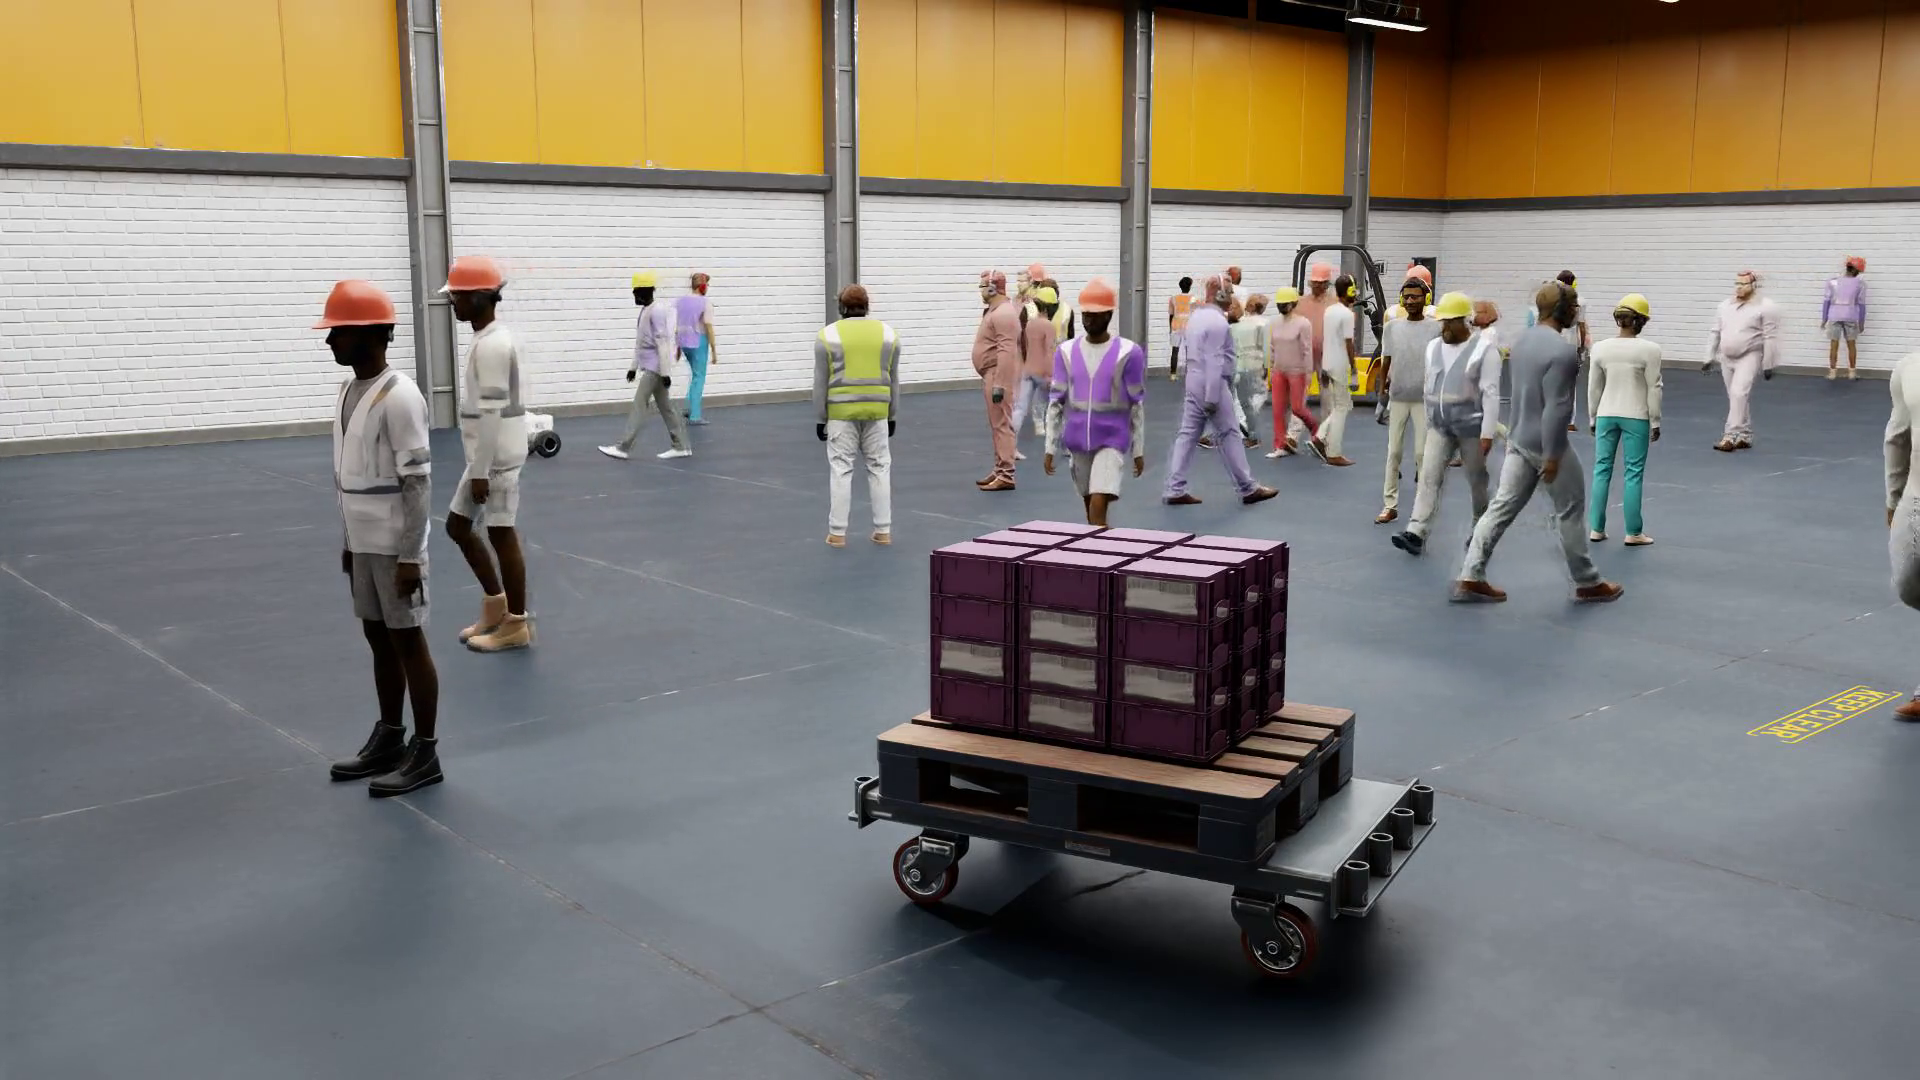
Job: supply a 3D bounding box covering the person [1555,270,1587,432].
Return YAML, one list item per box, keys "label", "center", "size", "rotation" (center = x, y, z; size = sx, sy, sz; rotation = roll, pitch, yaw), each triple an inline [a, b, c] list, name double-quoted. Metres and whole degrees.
- label: "person"
  center: [6.947, -2.171, 19.169]
  size: [0.508, 1.865, 0.328]
  rotation: [4, 10, 20]

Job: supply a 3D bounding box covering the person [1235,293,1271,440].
- label: "person"
  center: [3.158, -1.884, 18.157]
  size: [0.548, 1.623, 0.393]
  rotation: [9, 13, 42]

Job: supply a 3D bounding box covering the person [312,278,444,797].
- label: "person"
  center: [-2.192, -0.004, 6.261]
  size: [0.375, 1.939, 0.546]
  rotation: [-9, 13, -42]

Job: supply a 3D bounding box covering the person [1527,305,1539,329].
- label: "person"
  center: [8.046, -2.697, 23.043]
  size: [0.513, 1.595, 0.889]
  rotation: [-1, 10, -4]

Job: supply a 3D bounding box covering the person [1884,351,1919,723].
- label: "person"
  center: [4.397, -0.168, 7.300]
  size: [0.670, 1.923, 0.640]
  rotation: [-5, 11, -26]

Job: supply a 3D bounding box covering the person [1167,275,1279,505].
- label: "person"
  center: [2.128, -1.205, 13.495]
  size: [0.954, 1.860, 0.658]
  rotation: [-3, 10, -14]

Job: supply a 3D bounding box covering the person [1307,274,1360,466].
- label: "person"
  center: [3.672, -1.624, 16.007]
  size: [0.416, 1.847, 0.551]
  rotation: [-2, 10, -11]

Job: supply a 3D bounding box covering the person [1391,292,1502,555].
- label: "person"
  center: [3.324, -0.773, 11.232]
  size: [0.956, 1.767, 0.627]
  rotation: [-9, 13, -42]

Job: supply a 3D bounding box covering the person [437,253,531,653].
- label: "person"
  center: [-2.443, -0.418, 8.411]
  size: [0.524, 2.029, 0.635]
  rotation: [-3, 10, -18]

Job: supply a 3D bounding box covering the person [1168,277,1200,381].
- label: "person"
  center: [3.613, -3.391, 26.822]
  size: [0.531, 1.690, 0.319]
  rotation: [4, 11, 23]

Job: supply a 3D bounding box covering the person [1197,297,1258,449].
- label: "person"
  center: [2.807, -1.728, 17.323]
  size: [0.833, 1.590, 0.524]
  rotation: [-5, 11, -29]

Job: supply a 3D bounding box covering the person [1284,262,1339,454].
- label: "person"
  center: [3.601, -1.838, 16.938]
  size: [0.634, 1.950, 0.897]
  rotation: [6, 11, 30]

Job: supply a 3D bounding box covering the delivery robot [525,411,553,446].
- label: "delivery robot"
  center: [-4.451, -1.136, 16.659]
  size: [0.707, 0.478, 0.477]
  rotation: [-9, 13, -43]

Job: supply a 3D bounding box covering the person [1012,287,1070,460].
- label: "person"
  center: [0.834, -1.650, 16.566]
  size: [0.959, 1.704, 0.545]
  rotation: [-7, 12, -34]

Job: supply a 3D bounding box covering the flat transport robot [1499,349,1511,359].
- label: "flat transport robot"
  center: [10.036, -3.573, 32.031]
  size: [1.431, 0.197, 0.652]
  rotation: [1, 10, 5]

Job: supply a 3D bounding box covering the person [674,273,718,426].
- label: "person"
  center: [-3.140, -2.275, 19.892]
  size: [0.598, 1.819, 0.501]
  rotation: [7, 12, 37]

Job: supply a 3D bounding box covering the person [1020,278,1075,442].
- label: "person"
  center: [0.964, -2.001, 18.404]
  size: [0.613, 1.793, 0.989]
  rotation: [0, 10, 1]

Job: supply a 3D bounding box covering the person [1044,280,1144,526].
- label: "person"
  center: [0.797, -0.589, 9.850]
  size: [0.564, 1.888, 0.986]
  rotation: [4, 11, 23]

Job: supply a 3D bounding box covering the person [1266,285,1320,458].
- label: "person"
  center: [3.367, -1.698, 16.740]
  size: [0.644, 1.737, 0.535]
  rotation: [-8, 13, -40]

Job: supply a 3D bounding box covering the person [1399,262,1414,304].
- label: "person"
  center: [8.181, -4.071, 30.118]
  size: [0.560, 1.919, 0.403]
  rotation: [-1, 10, -8]

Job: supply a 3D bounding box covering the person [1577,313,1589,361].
- label: "person"
  center: [8.089, -2.568, 22.210]
  size: [0.542, 1.605, 0.697]
  rotation: [2, 10, 14]

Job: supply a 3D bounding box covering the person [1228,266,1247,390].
- label: "person"
  center: [4.069, -3.163, 24.950]
  size: [0.445, 1.872, 0.576]
  rotation: [-8, 13, -41]

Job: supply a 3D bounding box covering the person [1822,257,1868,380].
- label: "person"
  center: [14.404, -3.587, 27.102]
  size: [0.637, 2.000, 0.376]
  rotation: [6, 11, 30]

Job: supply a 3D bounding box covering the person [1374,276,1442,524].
- label: "person"
  center: [3.390, -1.037, 12.509]
  size: [0.532, 1.870, 0.319]
  rotation: [5, 11, 26]

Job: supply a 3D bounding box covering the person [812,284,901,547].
- label: "person"
  center: [-0.727, -0.864, 11.632]
  size: [0.626, 1.836, 0.431]
  rotation: [-3, 10, -17]

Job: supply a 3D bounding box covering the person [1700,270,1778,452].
- label: "person"
  center: [8.005, -1.842, 17.227]
  size: [0.897, 1.872, 0.650]
  rotation: [-5, 11, -26]

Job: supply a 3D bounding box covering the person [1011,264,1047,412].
- label: "person"
  center: [0.922, -2.556, 21.241]
  size: [0.649, 1.938, 1.020]
  rotation: [6, 11, 31]

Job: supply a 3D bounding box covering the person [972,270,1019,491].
- label: "person"
  center: [0.300, -1.380, 14.419]
  size: [0.400, 1.905, 0.645]
  rotation: [0, 10, -2]

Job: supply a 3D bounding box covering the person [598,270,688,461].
- label: "person"
  center: [-3.152, -1.716, 16.457]
  size: [0.971, 1.881, 0.601]
  rotation: [-3, 10, -19]

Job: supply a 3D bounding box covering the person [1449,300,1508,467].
- label: "person"
  center: [5.041, -1.483, 15.855]
  size: [0.628, 1.611, 0.503]
  rotation: [0, 10, 1]

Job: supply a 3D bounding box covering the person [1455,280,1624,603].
- label: "person"
  center: [3.370, -0.554, 9.649]
  size: [1.015, 1.889, 0.648]
  rotation: [-2, 10, -10]

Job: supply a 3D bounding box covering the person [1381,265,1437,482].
- label: "person"
  center: [4.068, -1.487, 14.947]
  size: [0.553, 1.935, 0.364]
  rotation: [5, 11, 29]

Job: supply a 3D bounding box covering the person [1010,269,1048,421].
- label: "person"
  center: [0.862, -2.336, 20.117]
  size: [0.646, 1.878, 0.907]
  rotation: [7, 12, 36]

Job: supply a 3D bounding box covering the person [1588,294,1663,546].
- label: "person"
  center: [4.672, -0.840, 11.689]
  size: [0.327, 1.760, 0.524]
  rotation: [-9, 13, -43]

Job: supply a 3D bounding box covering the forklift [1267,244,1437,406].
- label: "forklift"
  center: [5.256, -2.933, 22.661]
  size: [2.313, 2.155, 1.214]
  rotation: [3, 10, 16]
